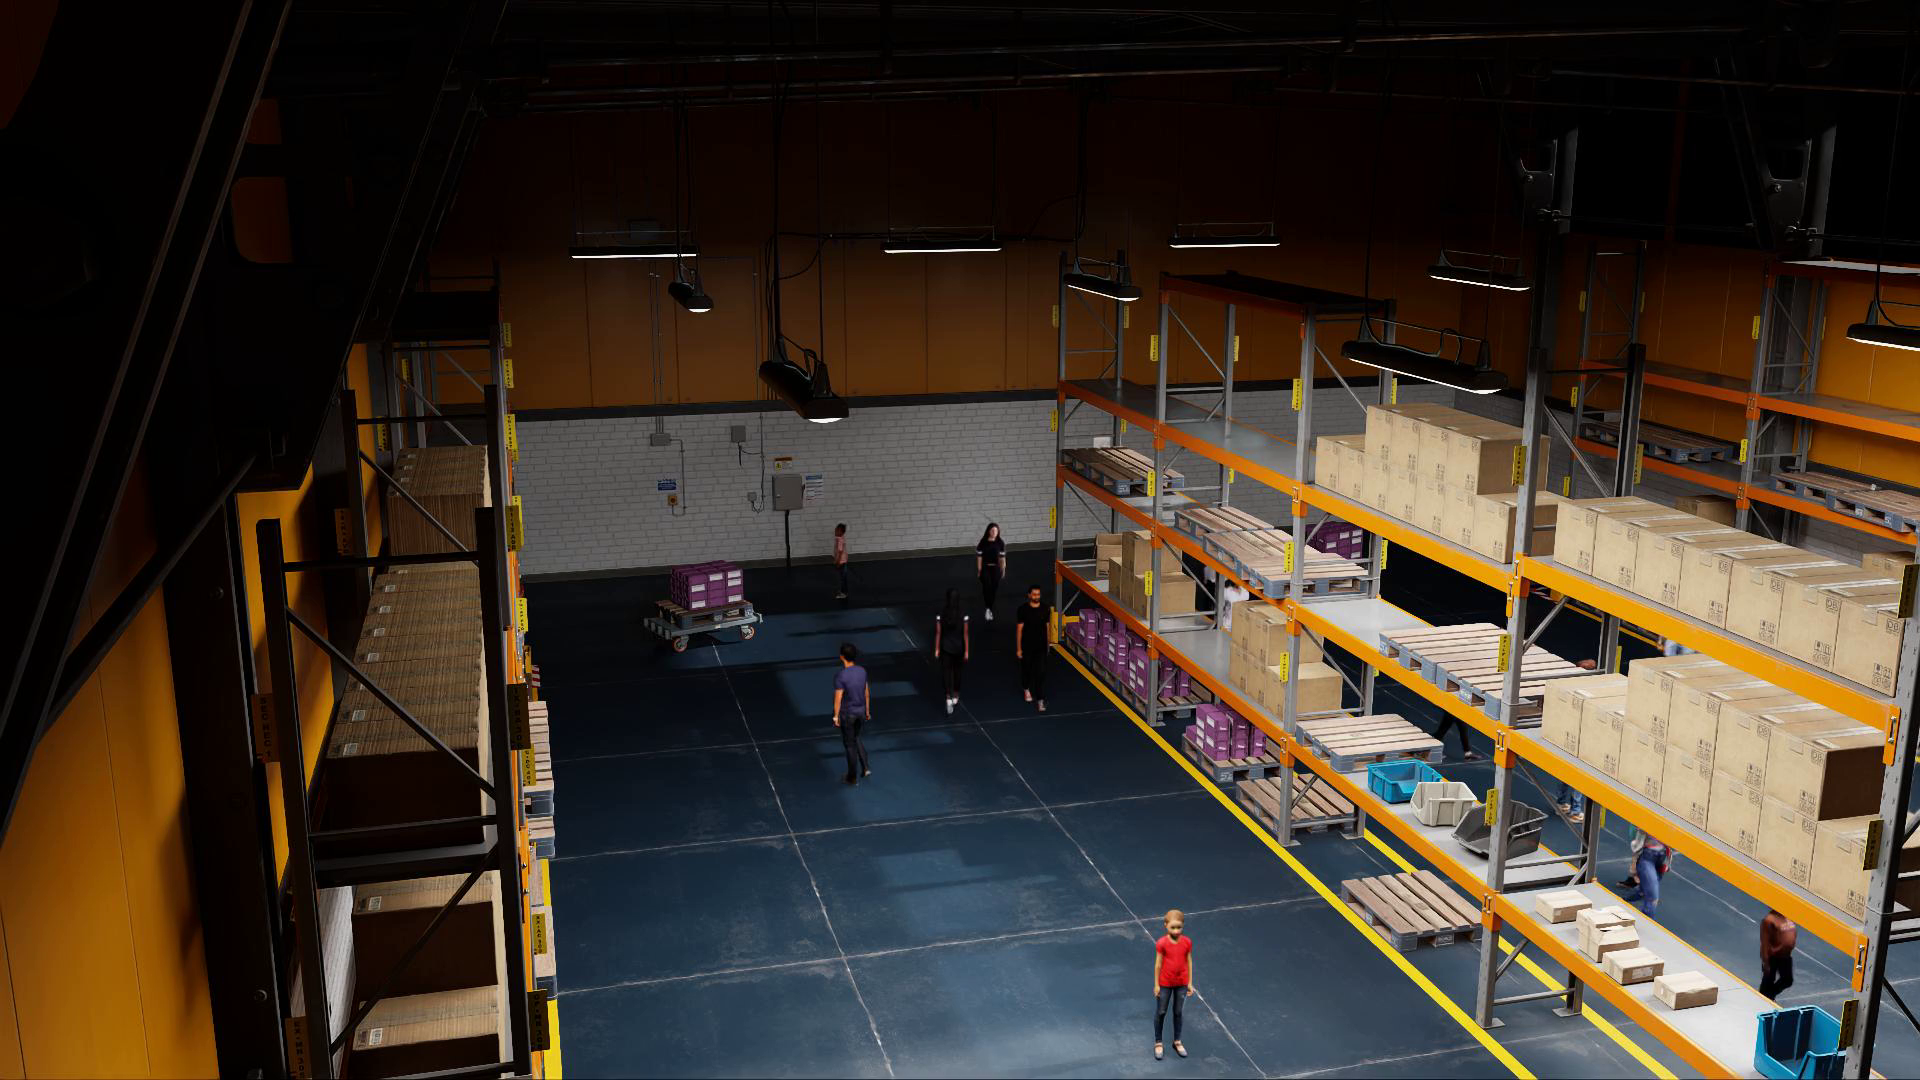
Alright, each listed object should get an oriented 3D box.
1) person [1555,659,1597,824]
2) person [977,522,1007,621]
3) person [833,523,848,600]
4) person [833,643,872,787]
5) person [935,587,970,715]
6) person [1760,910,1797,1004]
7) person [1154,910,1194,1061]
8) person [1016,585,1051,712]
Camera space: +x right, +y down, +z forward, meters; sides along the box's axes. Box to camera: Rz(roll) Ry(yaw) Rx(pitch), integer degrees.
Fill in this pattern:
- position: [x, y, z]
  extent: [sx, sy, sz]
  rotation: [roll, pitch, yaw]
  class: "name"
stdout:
- position: [7.051, 2.273, 18.989]
  extent: [0.708, 1.903, 0.484]
  rotation: [-4, 14, -15]
  class: "person"
- position: [0.483, 0.489, 26.947]
  extent: [0.628, 1.625, 0.640]
  rotation: [-2, 14, -10]
  class: "person"
- position: [-2.015, 0.335, 28.273]
  extent: [0.744, 1.301, 0.488]
  rotation: [2, 14, 8]
  class: "person"
- position: [-1.236, 2.109, 19.915]
  extent: [0.807, 1.784, 0.841]
  rotation: [-12, 18, -40]
  class: "person"
- position: [-0.108, 1.517, 22.541]
  extent: [0.800, 1.699, 1.187]
  rotation: [0, 14, -2]
  class: "person"
- position: [7.179, 3.644, 14.720]
  extent: [0.521, 1.246, 0.513]
  rotation: [-4, 14, -15]
  class: "person"
- position: [1.804, 3.752, 14.137]
  extent: [0.509, 1.311, 0.525]
  rotation: [-2, 14, -7]
  class: "person"
- position: [0.982, 1.455, 22.767]
  extent: [0.711, 1.714, 1.173]
  rotation: [-2, 14, -10]
  class: "person"
